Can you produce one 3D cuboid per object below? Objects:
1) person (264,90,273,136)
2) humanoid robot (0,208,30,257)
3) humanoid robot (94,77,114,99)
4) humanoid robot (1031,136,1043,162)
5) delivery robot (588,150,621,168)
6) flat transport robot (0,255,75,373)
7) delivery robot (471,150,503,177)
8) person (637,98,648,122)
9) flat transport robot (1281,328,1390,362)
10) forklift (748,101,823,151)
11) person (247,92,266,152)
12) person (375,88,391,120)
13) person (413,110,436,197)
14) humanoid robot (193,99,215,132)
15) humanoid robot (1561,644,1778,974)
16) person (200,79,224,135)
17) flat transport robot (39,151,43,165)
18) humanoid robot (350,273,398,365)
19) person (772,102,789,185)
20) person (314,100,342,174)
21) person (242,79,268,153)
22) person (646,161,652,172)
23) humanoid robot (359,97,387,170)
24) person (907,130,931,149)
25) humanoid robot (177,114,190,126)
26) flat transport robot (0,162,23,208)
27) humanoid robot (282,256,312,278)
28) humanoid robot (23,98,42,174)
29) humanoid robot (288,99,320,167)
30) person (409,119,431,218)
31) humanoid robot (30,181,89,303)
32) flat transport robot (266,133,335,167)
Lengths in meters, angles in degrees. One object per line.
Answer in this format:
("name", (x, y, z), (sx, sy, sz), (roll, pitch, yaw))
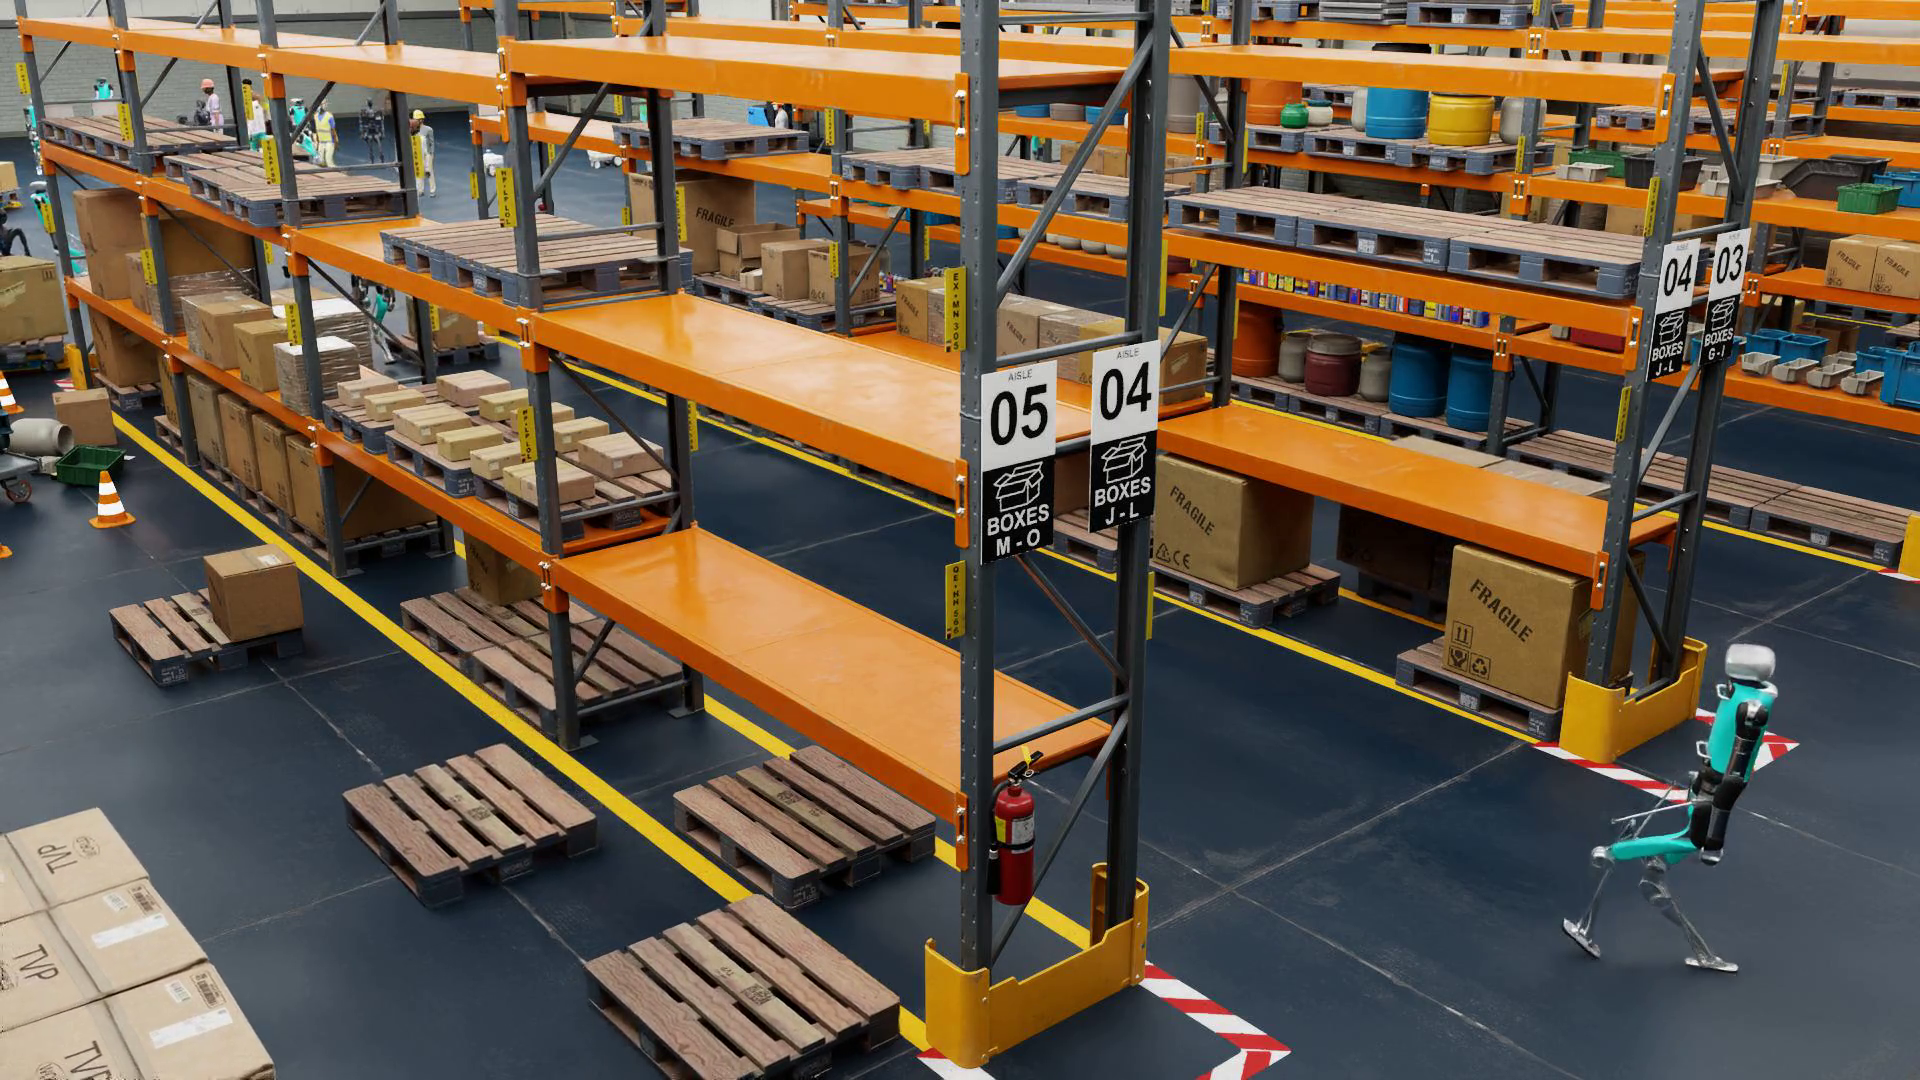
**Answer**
("person", (-18.536, -11.582, 44.742), (0.317, 1.695, 0.539), (-12, 23, -30))
("humanoid robot", (-12.602, -3.568, 22.037), (0.585, 1.647, 0.588), (-9, 21, -25))
("humanoid robot", (-22.641, -11.236, 43.772), (0.563, 1.788, 0.969), (3, 20, 9))
("humanoid robot", (1.741, -7.430, 32.959), (0.748, 1.853, 0.532), (-4, 20, -13))
("delivery robot", (-8.415, -9.096, 39.392), (0.765, 0.594, 0.503), (-18, 26, -41))
("flat transport robot", (-11.389, -2.168, 20.107), (1.431, 0.231, 0.659), (-10, 22, -26))
("delivery robot", (-10.749, -8.567, 37.910), (0.499, 0.611, 0.814), (7, 21, 20))
("person", (-7.943, -10.818, 42.235), (0.531, 1.931, 0.893), (-1, 19, -2))
("flat transport robot", (4.642, -2.418, 20.817), (0.659, 0.231, 1.431), (-14, 24, -34))
("forklift", (-4.526, -11.368, 42.374), (1.129, 2.768, 1.873), (-15, 24, -37))
("person", (-16.051, -9.254, 37.880), (0.962, 1.857, 0.494), (16, 25, 38))
("person", (-17.486, -13.746, 50.715), (1.040, 1.819, 0.506), (-16, 25, -38))
("person", (-11.128, -7.991, 34.421), (0.523, 1.768, 0.306), (2, 19, 4))
("humanoid robot", (-17.563, -9.395, 38.594), (0.661, 1.635, 0.609), (5, 20, 15))
("humanoid robot", (3.365, 1.303, 8.079), (0.999, 1.771, 0.531), (7, 20, 19))
("person", (-17.641, -9.860, 39.350), (0.398, 2.035, 0.598), (-12, 23, -31))
("flat transport robot", (-21.954, -9.244, 40.245), (0.659, 0.231, 1.431), (-10, 21, -25))
("humanoid robot", (-7.163, -2.960, 20.180), (0.553, 1.744, 1.033), (-16, 25, -38))
("person", (-3.896, -8.711, 36.296), (0.376, 1.890, 0.569), (-1, 19, -3))
("person", (-13.644, -8.568, 35.917), (0.529, 1.876, 0.582), (7, 21, 20))
("person", (-17.874, -10.712, 42.030), (0.781, 1.855, 0.396), (0, 19, 1))
("person", (-5.146, -6.014, 28.519), (0.374, 1.958, 0.596), (4, 20, 12))
("humanoid robot", (-13.701, -9.482, 38.787), (0.609, 1.646, 0.399), (-9, 21, -24))
("person", (-0.836, -7.817, 33.998), (0.562, 1.716, 0.903), (-17, 26, -40))
("humanoid robot", (-16.278, -8.164, 35.108), (0.776, 1.619, 0.600), (-2, 19, -6))
("flat transport robot", (-19.115, -6.512, 32.469), (0.659, 0.231, 1.431), (2, 20, 7))
("humanoid robot", (-10.257, -4.836, 25.567), (0.588, 1.644, 0.473), (3, 20, 8))
("humanoid robot", (-20.943, -9.154, 37.820), (0.540, 1.789, 0.923), (-14, 24, -34))
("humanoid robot", (-14.518, -8.939, 37.156), (0.754, 1.775, 0.545), (8, 21, 21))
("person", (-10.374, -7.048, 31.612), (0.368, 1.856, 0.618), (14, 24, 34))
("humanoid robot", (-12.778, -4.211, 23.900), (0.786, 1.881, 0.536), (-8, 21, -23))
("flat transport robot", (-15.400, -8.759, 38.864), (0.659, 0.231, 1.431), (2, 19, 6))
